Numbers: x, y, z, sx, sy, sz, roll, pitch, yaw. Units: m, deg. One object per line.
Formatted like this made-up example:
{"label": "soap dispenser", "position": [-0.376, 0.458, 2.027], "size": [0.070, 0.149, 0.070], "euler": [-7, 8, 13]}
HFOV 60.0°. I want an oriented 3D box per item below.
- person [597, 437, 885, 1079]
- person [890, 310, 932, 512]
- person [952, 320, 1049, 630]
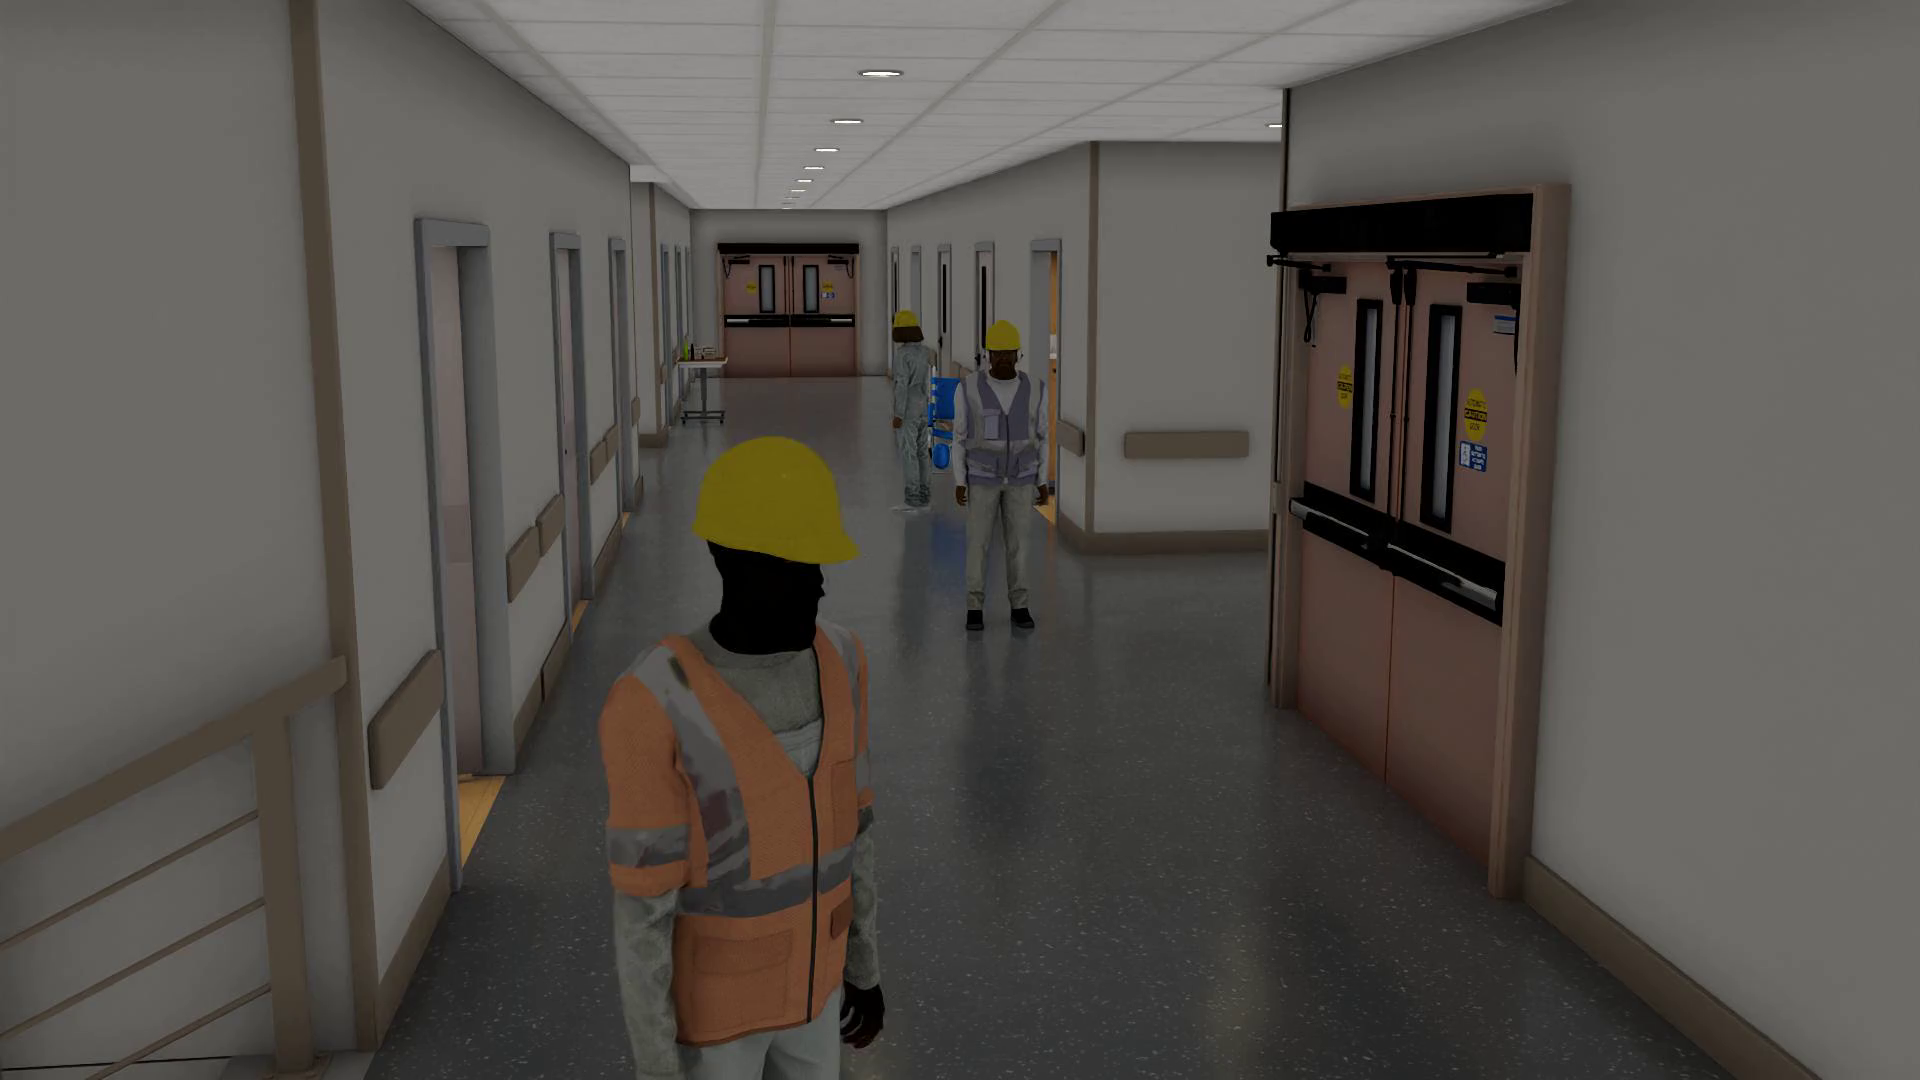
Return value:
{"label": "person", "position": [-0.338, 0.773, 2.893], "size": [0.397, 1.920, 0.586], "euler": [7, 12, 37]}
{"label": "person", "position": [-0.446, -1.109, 14.363], "size": [0.319, 1.740, 0.492], "euler": [5, 11, 27]}
{"label": "person", "position": [0.246, -0.380, 9.851], "size": [0.586, 1.833, 0.403], "euler": [-2, 10, -10]}
